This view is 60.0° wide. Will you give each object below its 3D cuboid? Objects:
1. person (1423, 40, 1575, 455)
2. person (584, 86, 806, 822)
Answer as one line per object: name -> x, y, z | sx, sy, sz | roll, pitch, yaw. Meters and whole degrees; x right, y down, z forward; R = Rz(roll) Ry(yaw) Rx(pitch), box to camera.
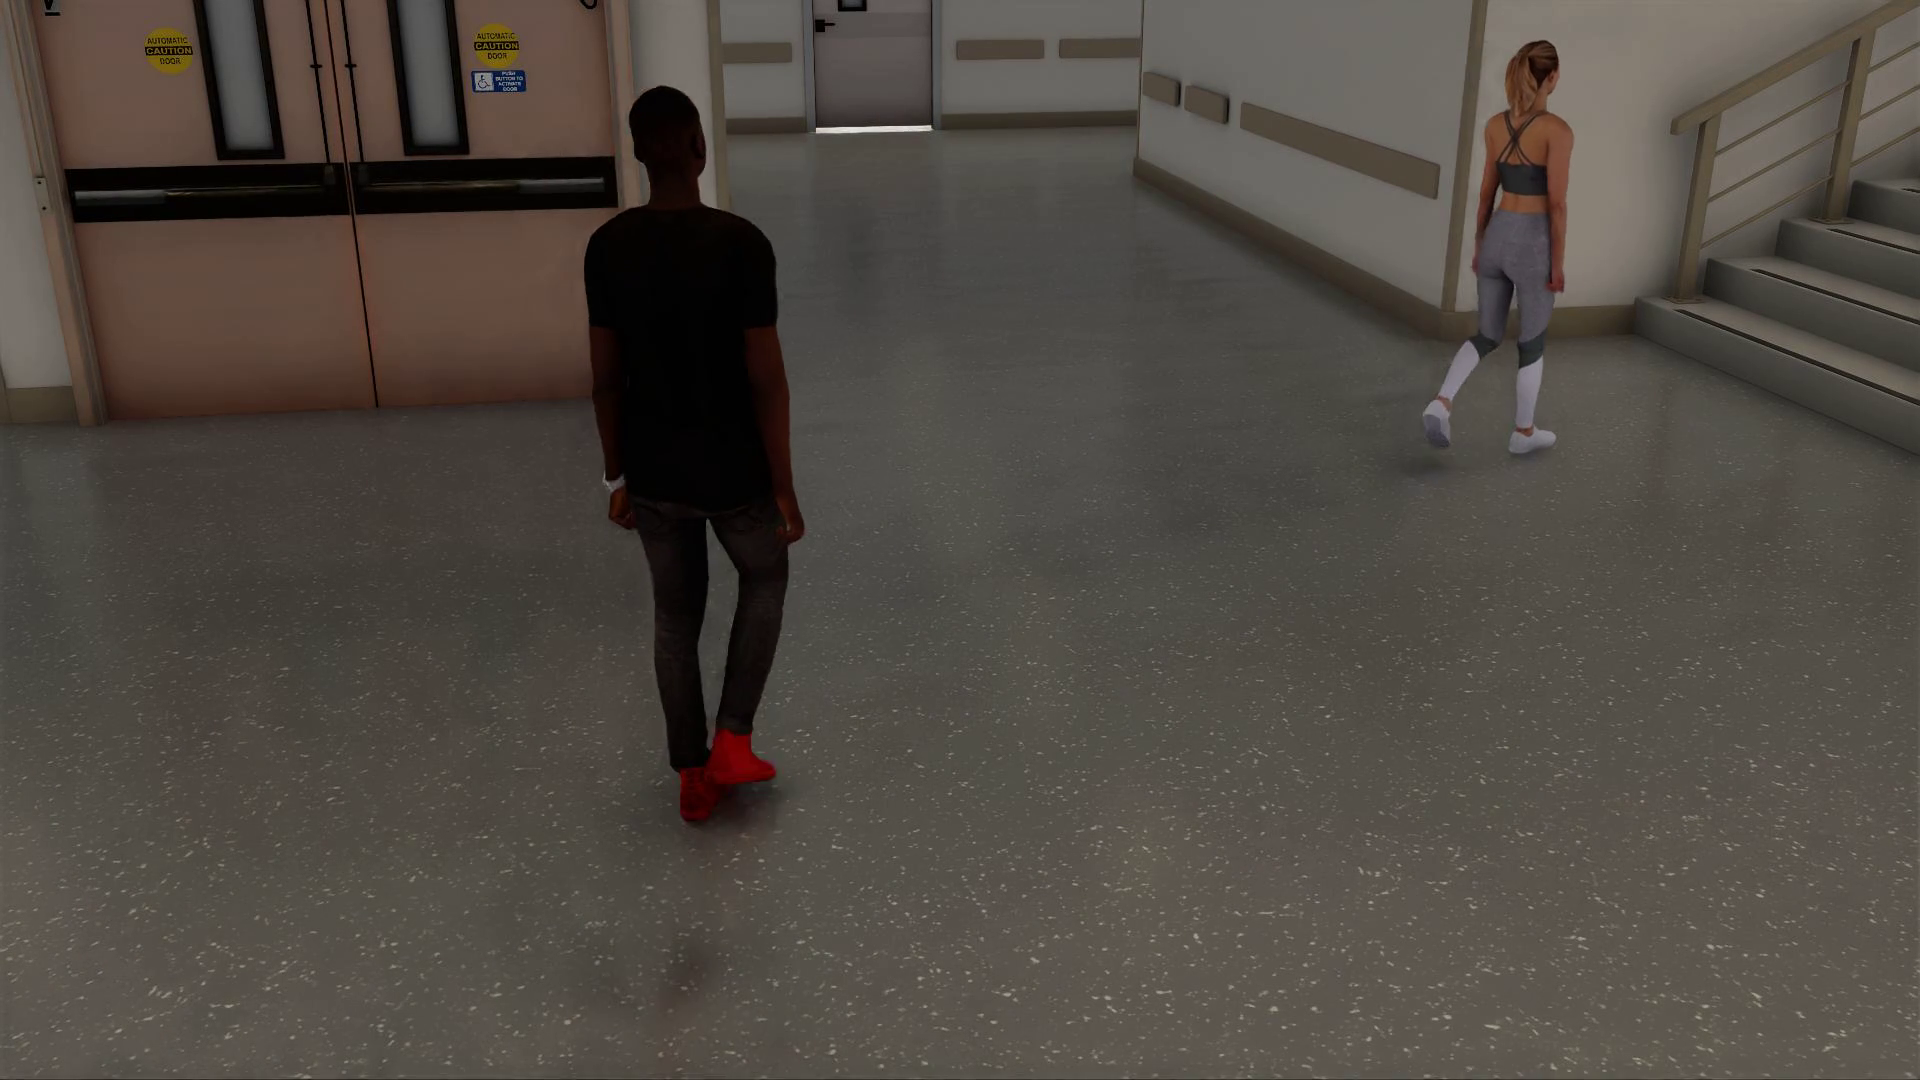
person -> 2.208, -1.131, 6.730 | 1.045, 1.688, 0.844 | -14, 25, -33
person -> -0.653, -0.131, 3.946 | 0.693, 1.791, 0.839 | 4, 21, 11
